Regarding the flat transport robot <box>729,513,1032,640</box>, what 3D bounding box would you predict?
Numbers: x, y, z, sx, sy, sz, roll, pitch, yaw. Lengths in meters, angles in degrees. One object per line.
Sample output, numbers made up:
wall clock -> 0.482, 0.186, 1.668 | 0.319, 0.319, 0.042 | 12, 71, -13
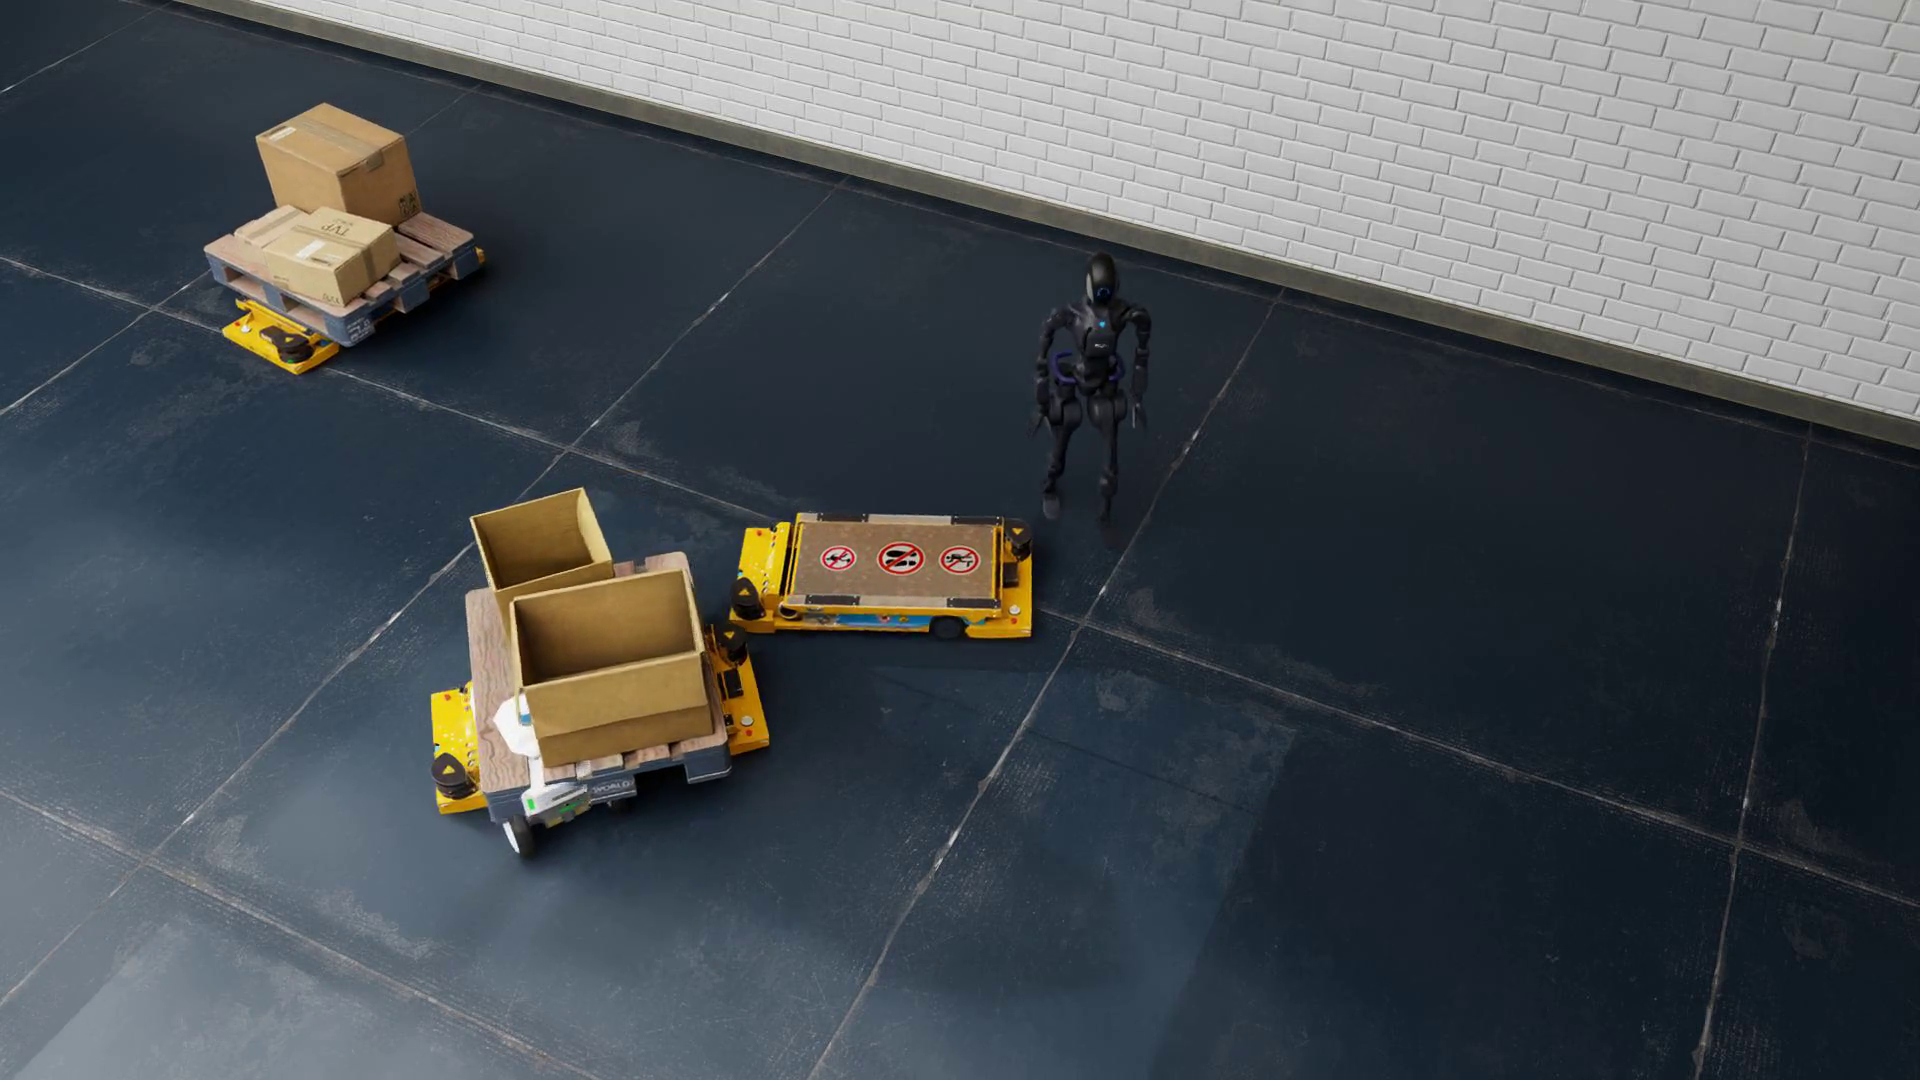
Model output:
flat transport robot -> -0.367, 0.172, 8.069 | 1.431, 0.231, 0.659 | 1, 43, 1

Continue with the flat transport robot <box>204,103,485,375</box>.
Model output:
flat transport robot -> -3.588, -1.500, 9.873 | 0.659, 0.231, 1.431 | 25, 48, 25

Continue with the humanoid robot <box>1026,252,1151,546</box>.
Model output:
humanoid robot -> 0.612, -0.717, 8.000 | 0.591, 1.646, 0.462 | -7, 43, -7

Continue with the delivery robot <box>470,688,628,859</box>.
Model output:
delivery robot -> -1.782, 0.920, 7.066 | 0.499, 0.614, 0.815 | -23, 48, -23

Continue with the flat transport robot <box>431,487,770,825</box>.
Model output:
flat transport robot -> -1.614, 0.781, 7.413 | 1.431, 0.231, 0.659 | -11, 44, -11
